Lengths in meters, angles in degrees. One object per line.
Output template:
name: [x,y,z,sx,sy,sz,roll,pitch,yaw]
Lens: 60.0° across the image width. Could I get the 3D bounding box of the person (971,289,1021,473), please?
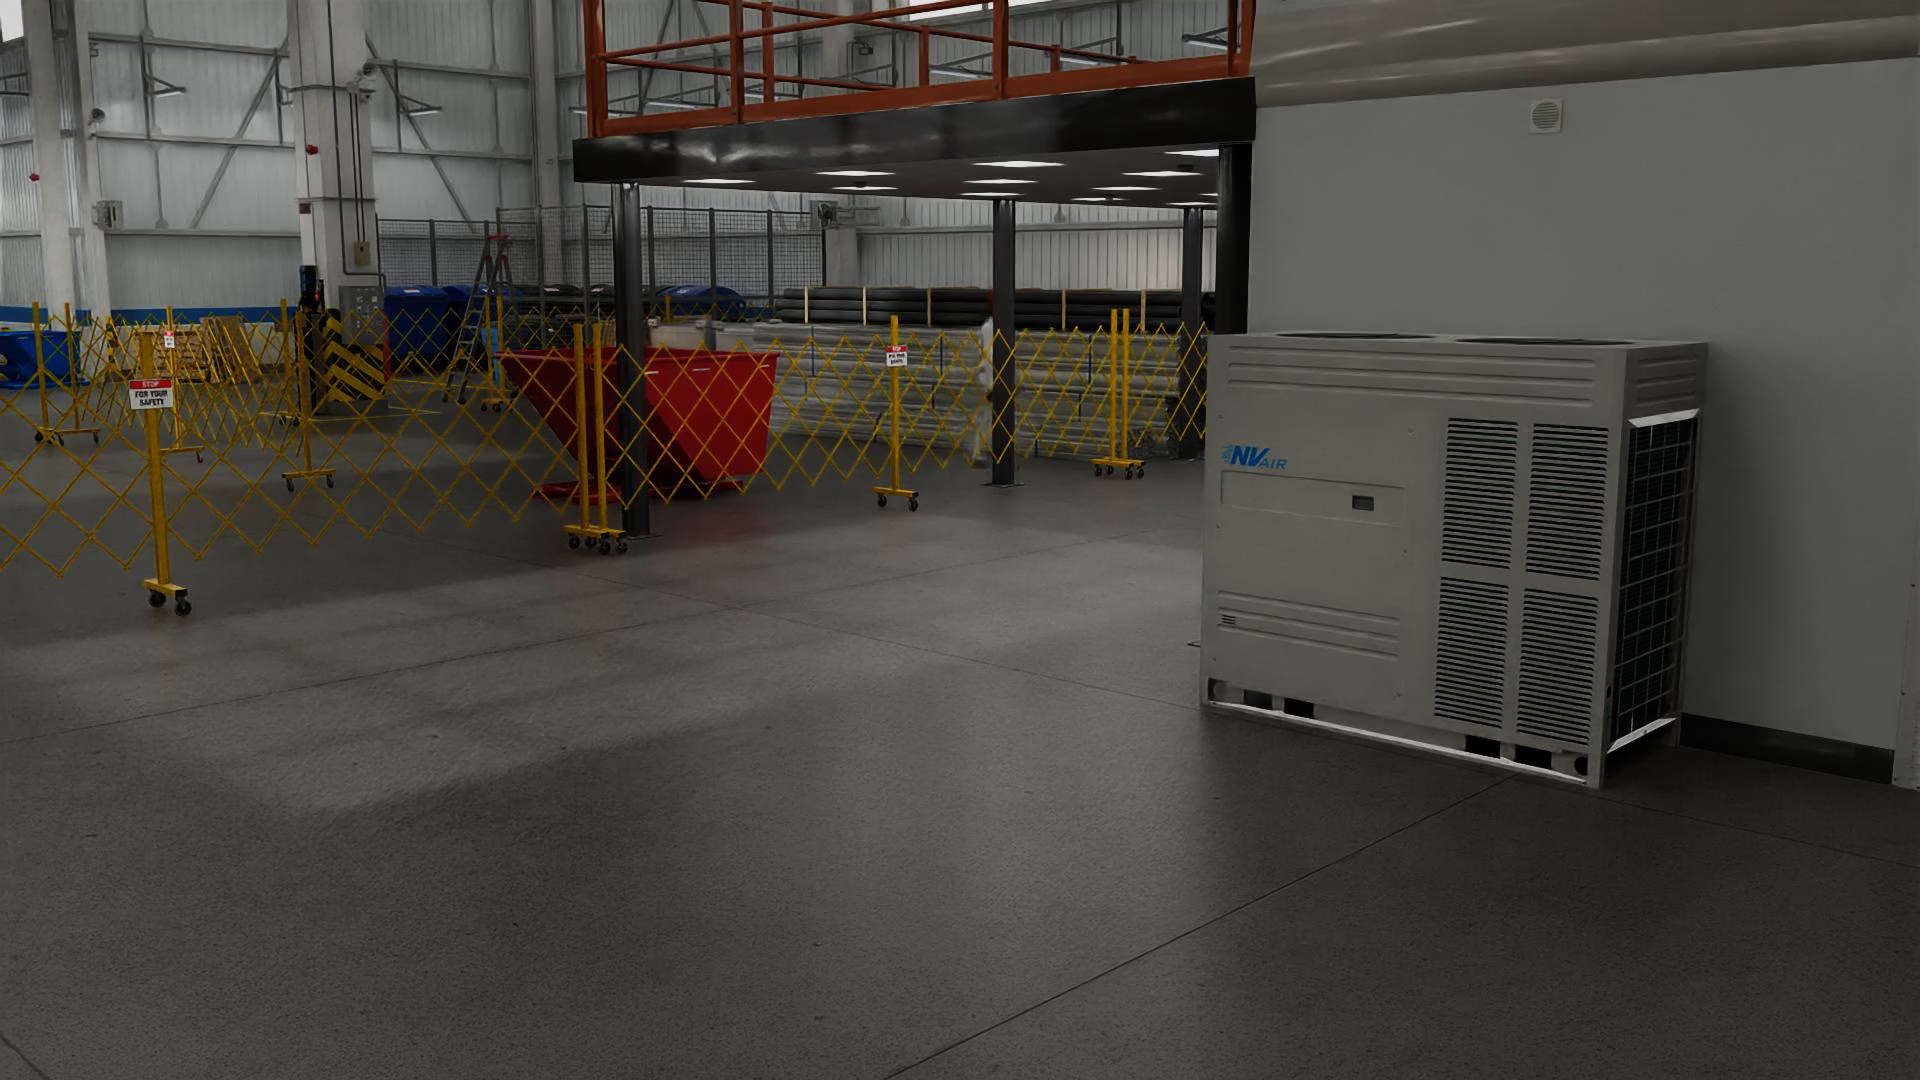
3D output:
person: [0.371,-1.624,17.013,0.439,1.889,0.575,1,9,8]
